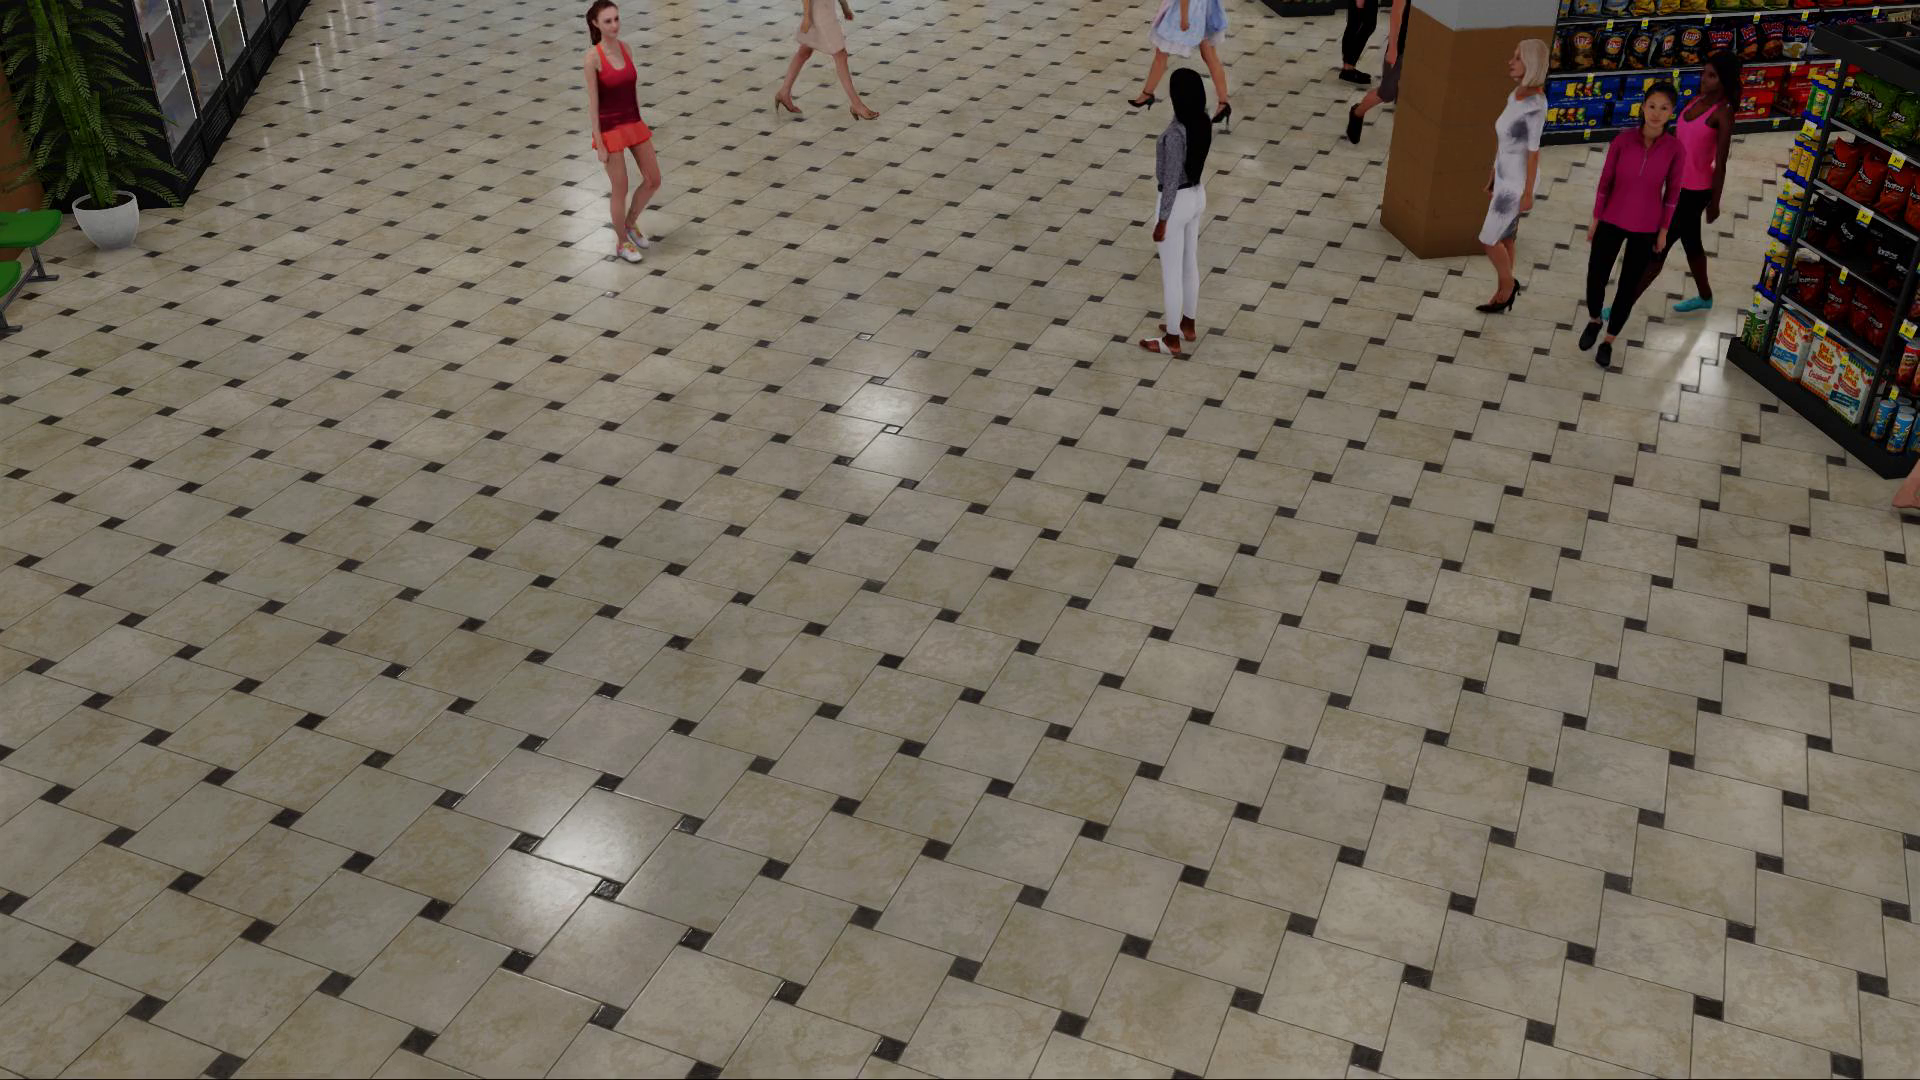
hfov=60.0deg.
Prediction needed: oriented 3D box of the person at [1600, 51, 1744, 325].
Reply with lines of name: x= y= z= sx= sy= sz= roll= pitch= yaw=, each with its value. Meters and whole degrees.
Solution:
person: x=4.531 y=-2.113 z=10.150 sx=1.083 sy=1.677 sz=0.616 roll=-2 pitch=32 yaw=-4

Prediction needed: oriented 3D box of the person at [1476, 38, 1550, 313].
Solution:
person: x=3.479 y=-2.195 z=10.224 sx=0.600 sy=1.737 sz=0.609 roll=-2 pitch=32 yaw=-3

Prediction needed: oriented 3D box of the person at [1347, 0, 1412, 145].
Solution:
person: x=3.397 y=-3.814 z=12.741 sx=1.161 sy=1.827 sz=0.968 roll=-14 pitch=35 yaw=-22

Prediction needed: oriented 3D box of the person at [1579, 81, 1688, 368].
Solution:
person: x=3.914 y=-1.856 z=9.720 sx=0.699 sy=1.695 sz=0.778 roll=12 pitch=34 yaw=18

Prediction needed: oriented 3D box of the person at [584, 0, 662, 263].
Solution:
person: x=-2.307 y=-2.720 z=11.067 sx=0.776 sy=1.739 sz=0.713 roll=26 pitch=40 yaw=35

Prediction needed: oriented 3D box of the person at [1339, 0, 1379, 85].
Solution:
person: x=3.438 y=-4.874 z=14.561 sx=0.654 sy=1.704 sz=0.676 roll=2 pitch=32 yaw=2

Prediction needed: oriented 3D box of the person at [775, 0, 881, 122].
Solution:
person: x=-1.232 y=-4.245 z=13.572 sx=1.249 sy=1.681 sz=0.937 roll=7 pitch=33 yaw=11

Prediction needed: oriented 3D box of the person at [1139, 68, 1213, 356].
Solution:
person: x=1.302 y=-1.937 z=9.824 sx=0.726 sy=1.723 sz=0.665 roll=21 pitch=37 yaw=30

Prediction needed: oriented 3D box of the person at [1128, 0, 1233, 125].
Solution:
person: x=1.947 y=-4.202 z=13.432 sx=1.219 sy=1.756 sz=1.158 roll=20 pitch=37 yaw=29
